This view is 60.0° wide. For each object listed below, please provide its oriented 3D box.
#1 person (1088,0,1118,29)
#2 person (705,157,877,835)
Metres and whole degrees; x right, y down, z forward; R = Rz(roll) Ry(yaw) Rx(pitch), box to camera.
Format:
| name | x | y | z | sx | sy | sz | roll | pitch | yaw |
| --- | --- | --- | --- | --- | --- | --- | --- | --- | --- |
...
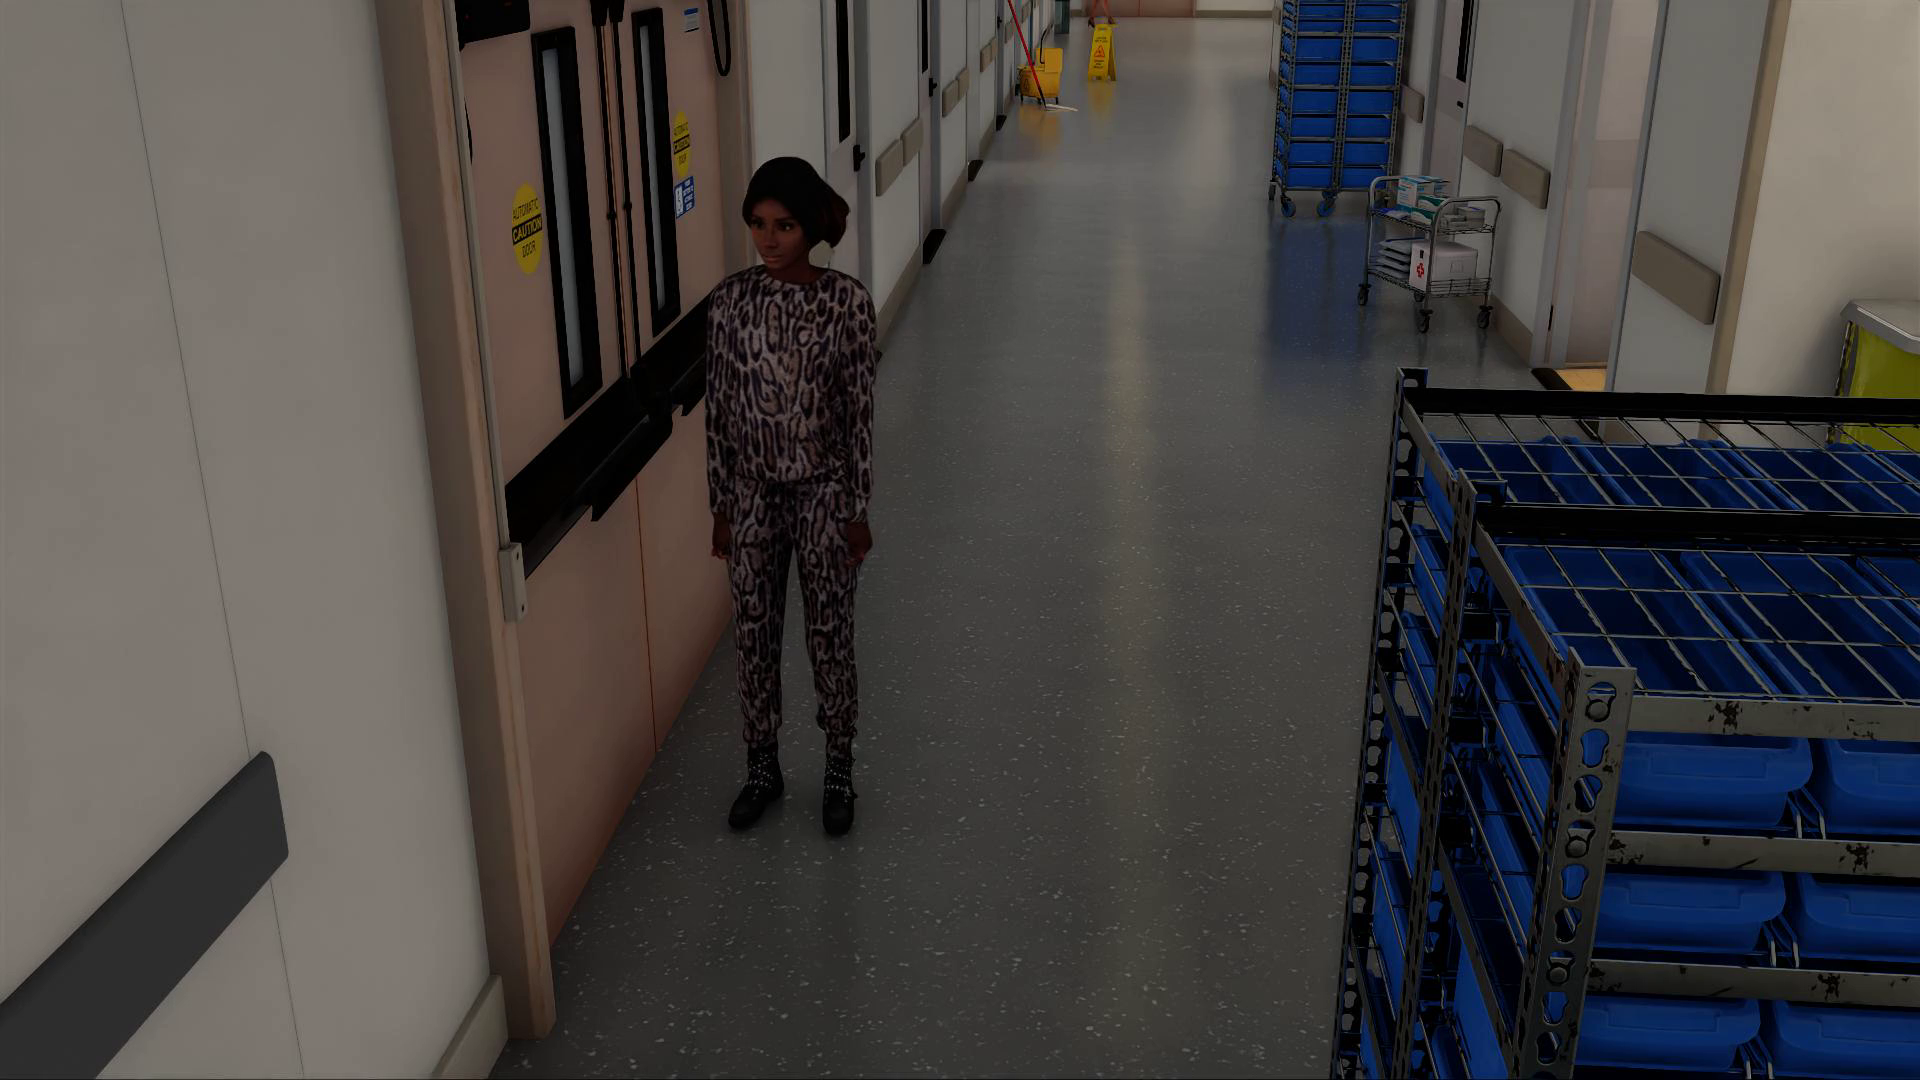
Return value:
| name | x | y | z | sx | sy | sz | roll | pitch | yaw |
| --- | --- | --- | --- | --- | --- | --- | --- | --- | --- |
| person | 2.750 | -11.132 | 33.207 | 1.063 | 1.788 | 1.093 | -19 | 28 | -40 |
| person | -0.414 | -0.086 | 4.143 | 0.582 | 1.717 | 0.552 | 3 | 21 | 9 |
